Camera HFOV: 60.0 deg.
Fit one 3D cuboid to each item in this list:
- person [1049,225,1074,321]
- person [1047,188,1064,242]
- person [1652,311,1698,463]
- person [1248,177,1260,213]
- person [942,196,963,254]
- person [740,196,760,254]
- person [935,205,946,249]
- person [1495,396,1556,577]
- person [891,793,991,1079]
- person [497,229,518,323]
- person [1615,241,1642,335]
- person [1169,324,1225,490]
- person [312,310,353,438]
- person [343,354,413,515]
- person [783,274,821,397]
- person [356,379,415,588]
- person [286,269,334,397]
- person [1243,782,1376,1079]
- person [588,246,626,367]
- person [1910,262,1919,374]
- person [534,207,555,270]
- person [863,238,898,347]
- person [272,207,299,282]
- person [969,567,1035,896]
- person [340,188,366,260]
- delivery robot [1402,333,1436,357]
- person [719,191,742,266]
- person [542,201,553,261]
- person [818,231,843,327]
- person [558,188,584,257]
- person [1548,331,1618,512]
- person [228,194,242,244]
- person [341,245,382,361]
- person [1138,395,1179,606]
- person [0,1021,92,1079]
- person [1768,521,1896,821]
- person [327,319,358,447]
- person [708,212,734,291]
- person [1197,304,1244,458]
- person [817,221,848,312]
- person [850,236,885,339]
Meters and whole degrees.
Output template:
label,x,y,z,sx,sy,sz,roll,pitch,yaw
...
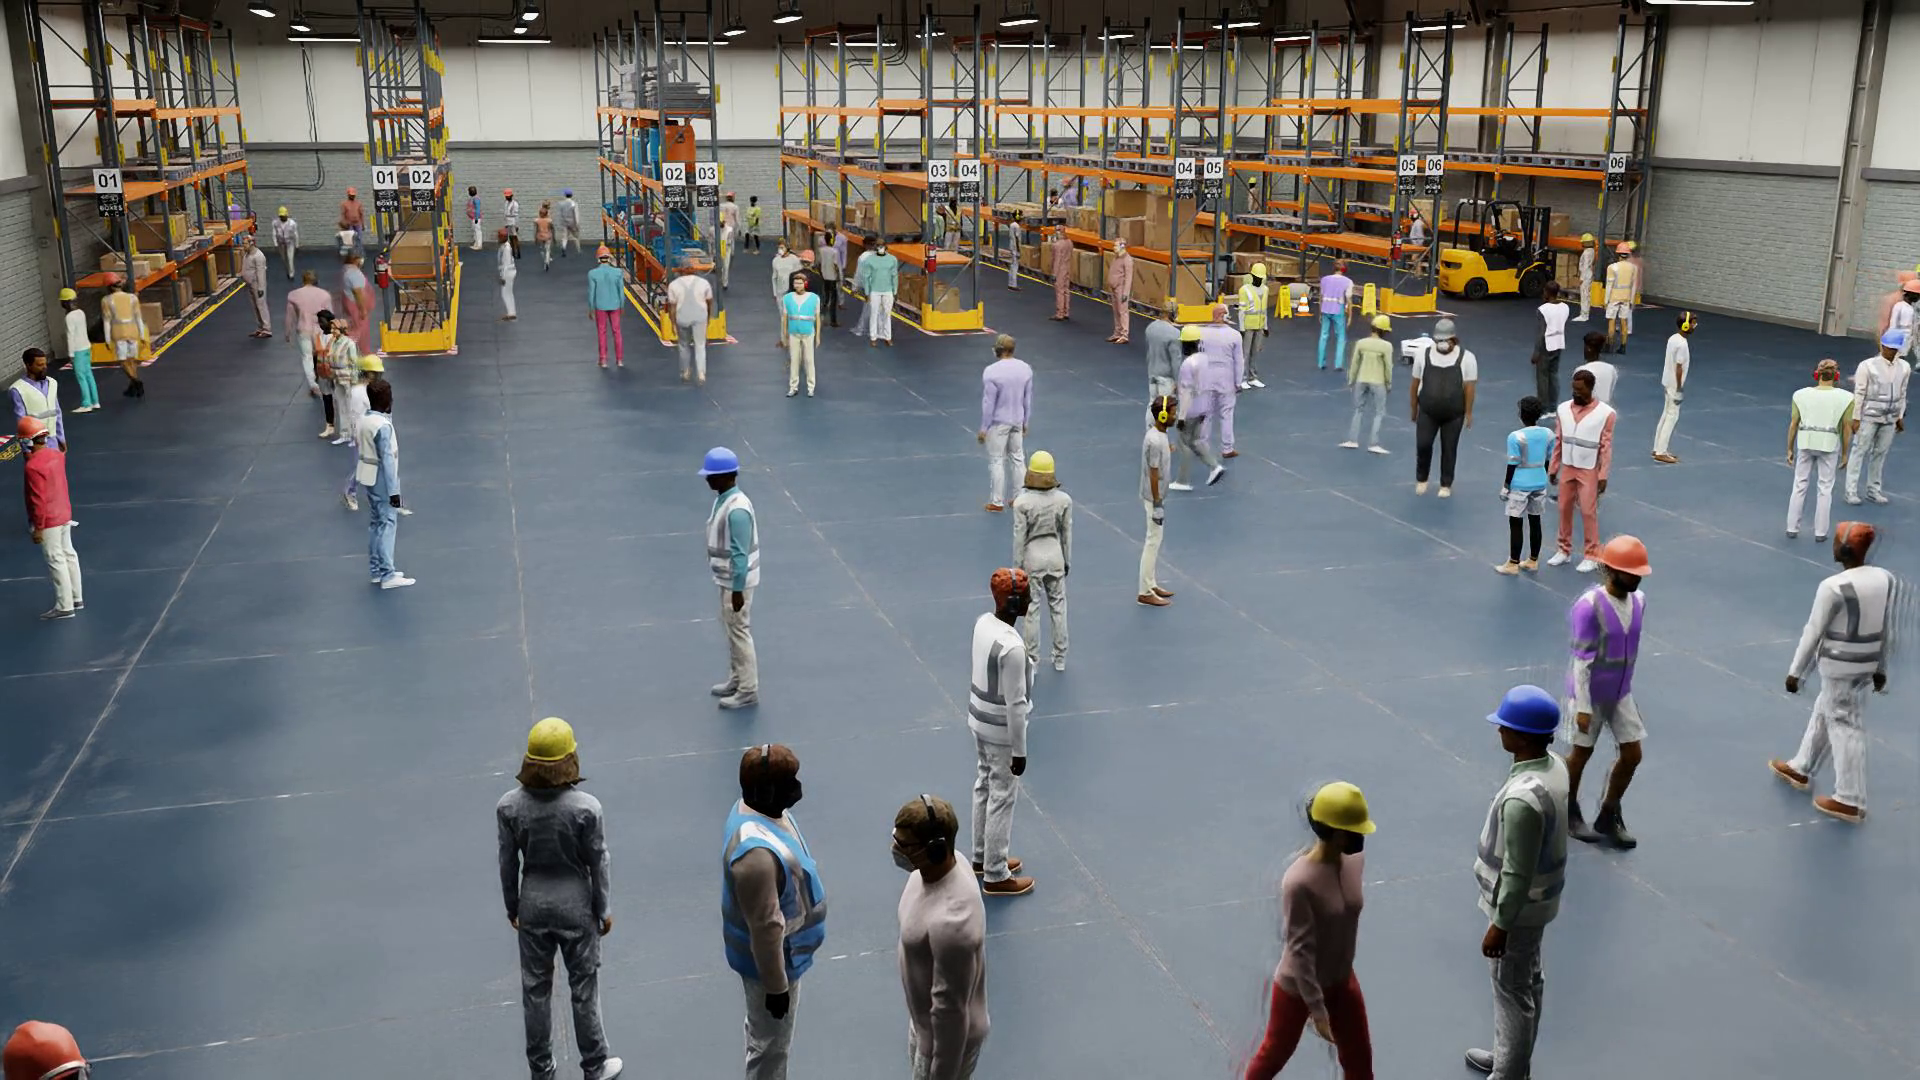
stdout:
label,x,y,z,sx,sy,sz,roll,pitch,yaw
person,2.007,-5.358,33.369,0.409,1.903,0.639,8,17,28
person,2.711,-9.271,48.208,0.634,1.839,0.429,0,15,-1
person,8.741,-1.870,20.343,0.340,1.857,0.518,3,15,11
person,9.264,-10.496,52.647,0.378,1.928,0.585,9,17,31
person,-0.192,-8.198,44.172,0.632,1.840,0.429,-8,17,-28
person,-5.945,-8.931,47.256,0.563,1.658,0.757,12,19,38
person,-0.516,-8.017,43.906,0.279,1.624,0.494,-3,15,-10
person,5.262,-0.500,15.480,0.532,1.696,0.319,-7,16,-24
person,-0.077,1.845,6.210,0.375,1.933,0.625,-2,15,-6
person,-9.040,-5.271,33.149,0.377,1.854,0.618,-4,15,-13
person,12.559,-4.790,31.526,0.547,1.733,0.800,-7,16,-24
person,2.648,-1.476,18.749,0.576,1.910,0.587,9,17,29
person,-8.214,-2.164,21.739,0.542,1.695,0.316,3,15,12
person,-6.301,-1.130,17.778,0.808,1.735,0.525,10,18,33
person,-2.353,-3.052,24.795,0.567,1.844,0.377,2,15,7
person,-5.268,-0.509,15.117,0.392,1.911,0.582,-10,18,-33
person,-9.683,-3.079,24.807,0.700,1.902,0.697,-5,16,-18
person,1.493,1.805,6.768,0.520,1.724,0.863,-11,19,-36
person,-5.851,-3.865,27.569,0.622,1.992,0.396,-7,16,-25
person,15.539,-3.593,26.883,0.436,1.812,0.612,5,16,19
person,-10.753,-7.785,43.056,0.524,1.618,0.703,-1,15,-5
person,-1.415,-4.437,29.829,0.636,1.939,0.364,-4,15,-14
person,-16.478,-7.251,40.679,0.575,1.798,0.832,-3,15,-11
person,0.233,1.062,9.266,0.351,1.878,0.568,-5,16,-19
person,-16.649,-8.667,45.656,0.614,1.987,0.407,-11,18,-36
delivery robot,7.695,-3.180,27.569,0.707,0.478,0.477,14,20,42
person,-6.096,-8.292,44.287,0.671,1.952,0.665,7,16,24
person,-11.334,-8.463,45.577,0.318,1.630,0.513,-2,15,-8
person,-2.538,-5.063,32.346,0.558,1.873,0.338,13,20,41
person,-10.929,-8.862,46.519,0.633,1.916,0.803,3,15,10
person,6.736,-1.300,18.011,0.617,1.936,0.739,-6,16,-22
person,-19.442,-8.317,44.469,0.379,1.918,0.585,4,15,13
person,-10.072,-3.895,27.593,0.737,2.000,0.686,-7,17,-25
person,1.739,-0.350,14.612,0.325,1.860,0.513,2,15,9
person,-2.645,2.252,5.034,0.344,1.741,0.561,7,17,26
person,5.413,0.769,10.413,0.607,1.845,0.884,-7,17,-25
person,-7.878,-2.018,21.297,0.512,1.641,0.309,10,18,34
person,-5.546,-6.719,38.690,0.600,1.804,0.826,-1,15,-5
person,3.209,-1.965,20.600,0.636,1.903,0.405,7,16,25
person,-2.666,-5.706,34.744,0.648,1.876,0.861,-1,15,-2
person,-1.757,-4.700,30.949,0.963,1.859,0.736,11,18,35
